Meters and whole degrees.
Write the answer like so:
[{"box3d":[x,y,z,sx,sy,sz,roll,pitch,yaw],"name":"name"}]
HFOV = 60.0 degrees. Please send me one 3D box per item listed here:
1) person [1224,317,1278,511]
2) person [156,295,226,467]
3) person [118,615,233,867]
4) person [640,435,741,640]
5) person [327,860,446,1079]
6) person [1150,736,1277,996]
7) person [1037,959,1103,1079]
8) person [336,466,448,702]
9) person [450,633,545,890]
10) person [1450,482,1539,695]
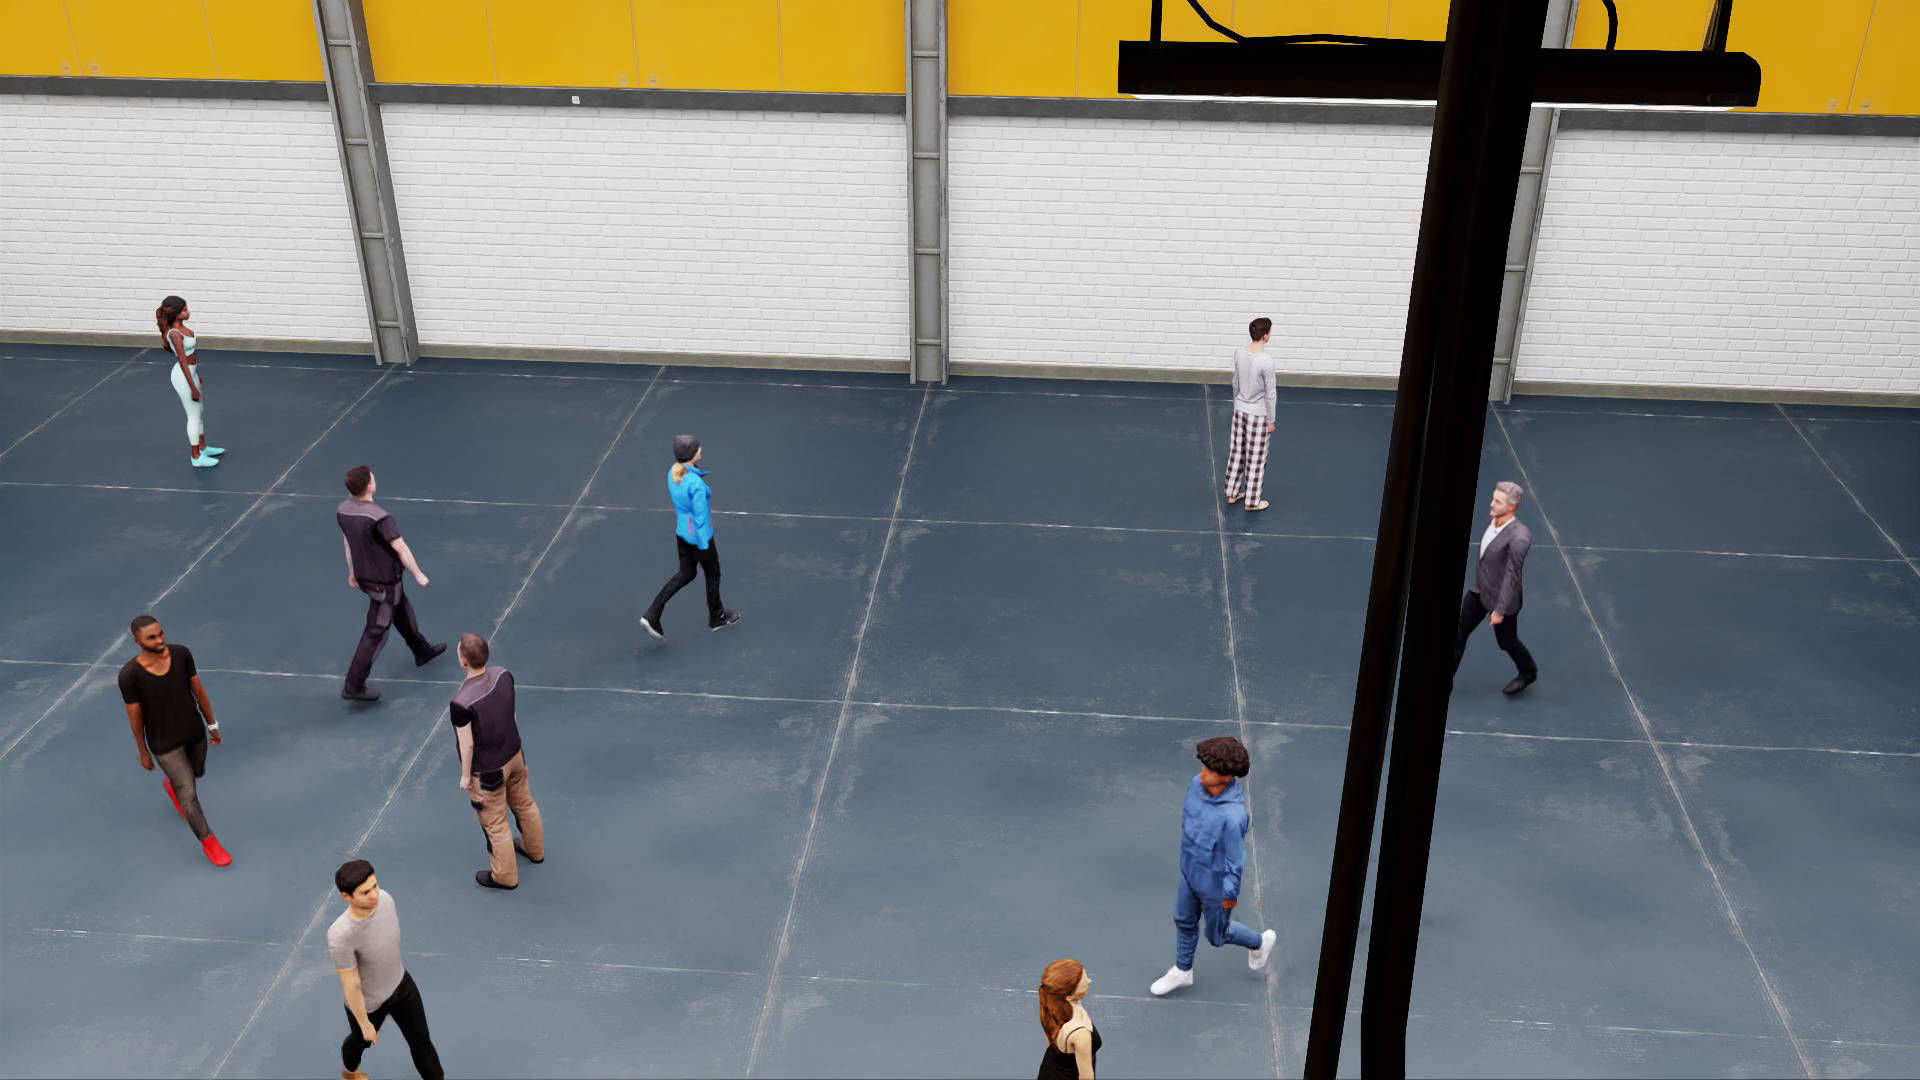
[{"box3d":[2.662,-1.152,15.159,0.751,1.847,0.691,-22,35,-34],"name":"person"},{"box3d":[-7.431,-1.534,15.990,0.651,1.722,0.644,-9,30,-16],"name":"person"},{"box3d":[-5.161,1.239,10.848,1.235,1.779,1.071,21,35,33],"name":"person"},{"box3d":[-2.173,0.017,13.095,1.153,1.772,1.052,-19,34,-31],"name":"person"},{"box3d":[-3.167,2.380,8.862,1.205,1.677,0.913,14,32,25],"name":"person"},{"box3d":[1.514,1.893,9.634,1.123,1.793,0.961,-11,31,-19],"name":"person"},{"box3d":[0.518,2.724,8.286,0.688,1.624,0.662,-10,30,-18],"name":"person"},{"box3d":[-4.411,0.360,12.433,1.268,1.804,1.217,23,36,35],"name":"person"},{"box3d":[-2.943,1.384,10.518,0.734,1.841,0.768,14,31,24],"name":"person"},{"box3d":[4.047,0.413,12.345,1.296,1.795,0.999,-7,29,-13],"name":"person"}]
